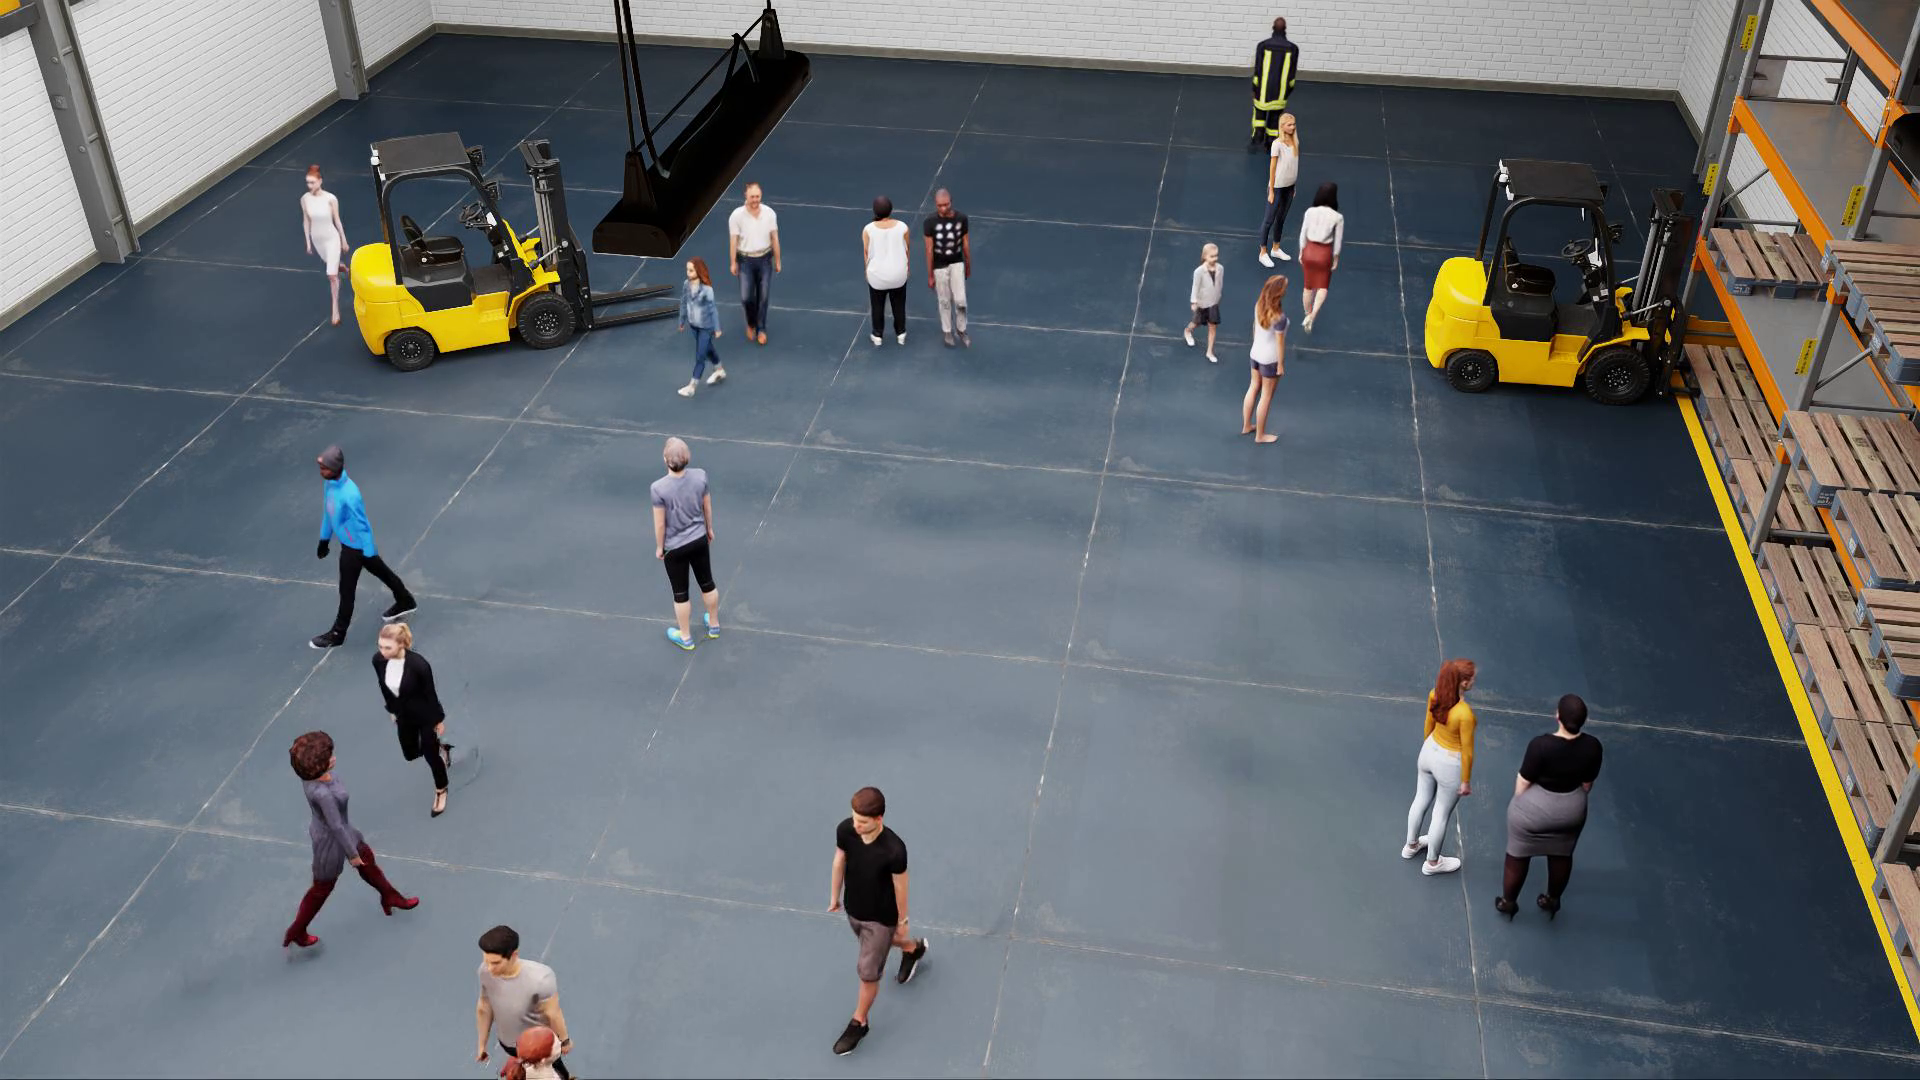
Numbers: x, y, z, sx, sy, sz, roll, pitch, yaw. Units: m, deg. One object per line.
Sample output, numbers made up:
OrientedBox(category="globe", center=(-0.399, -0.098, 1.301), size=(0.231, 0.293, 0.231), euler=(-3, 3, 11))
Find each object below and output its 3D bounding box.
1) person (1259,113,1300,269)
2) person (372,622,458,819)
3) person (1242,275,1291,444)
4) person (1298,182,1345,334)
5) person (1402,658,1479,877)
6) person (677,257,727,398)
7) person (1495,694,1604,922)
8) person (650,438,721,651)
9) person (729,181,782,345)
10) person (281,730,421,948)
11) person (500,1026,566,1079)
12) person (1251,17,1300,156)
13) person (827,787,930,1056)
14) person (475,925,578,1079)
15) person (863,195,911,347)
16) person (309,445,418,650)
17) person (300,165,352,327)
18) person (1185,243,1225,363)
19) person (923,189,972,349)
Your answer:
OrientedBox(category="person", center=(3.761, -4.132, 19.562), size=(0.641, 1.809, 0.719), euler=(-24, 41, -32))
OrientedBox(category="person", center=(-3.748, 1.196, 11.654), size=(0.636, 1.688, 0.802), euler=(8, 34, 12))
OrientedBox(category="person", center=(2.951, -1.762, 16.067), size=(0.752, 1.729, 0.661), euler=(-15, 36, -21))
OrientedBox(category="person", center=(3.821, -2.969, 17.875), size=(0.724, 1.738, 0.916), euler=(13, 36, 19))
OrientedBox(category="person", center=(3.229, 1.506, 11.132), size=(0.755, 1.750, 0.677), euler=(-16, 37, -22))
OrientedBox(category="person", center=(-2.585, -2.217, 17.008), size=(0.883, 1.446, 1.056), euler=(24, 40, 31))
OrientedBox(category="person", center=(3.816, 1.755, 10.755), size=(0.739, 1.752, 0.718), euler=(-2, 34, -3))
OrientedBox(category="person", center=(-2.178, 0.025, 13.235), size=(0.746, 1.888, 0.800), euler=(-20, 38, -27))
OrientedBox(category="person", center=(-2.210, -3.027, 17.869), size=(0.798, 1.842, 0.793), euler=(-6, 34, -9))
OrientedBox(category="person", center=(-4.066, 1.951, 10.536), size=(1.107, 1.669, 1.121), euler=(-17, 37, -24))
OrientedBox(category="person", center=(-2.103, 3.162, 8.608), size=(0.787, 1.786, 0.719), euler=(-16, 37, -23))
OrientedBox(category="person", center=(4.255, -6.172, 22.636), size=(0.770, 1.802, 0.813), euler=(2, 34, 4))
OrientedBox(category="person", center=(-0.466, 2.175, 10.048), size=(1.052, 1.835, 1.293), euler=(24, 40, 31))
OrientedBox(category="person", center=(-2.380, 2.734, 9.353), size=(0.809, 1.675, 1.137), euler=(14, 36, 20))
OrientedBox(category="person", center=(-0.791, -2.900, 17.818), size=(0.726, 1.688, 0.710), euler=(-4, 34, -7))
OrientedBox(category="person", center=(-4.785, 0.000, 13.405), size=(1.227, 1.743, 1.112), euler=(-25, 41, -32))
OrientedBox(category="person", center=(-6.921, -3.298, 18.347), size=(0.630, 1.763, 1.100), euler=(5, 34, 7))
OrientedBox(category="person", center=(2.600, -2.566, 17.704), size=(0.744, 1.257, 0.926), euler=(-9, 35, -13))
OrientedBox(category="person", center=(-0.159, -2.938, 17.788), size=(0.763, 1.783, 0.784), euler=(-8, 34, -11))
